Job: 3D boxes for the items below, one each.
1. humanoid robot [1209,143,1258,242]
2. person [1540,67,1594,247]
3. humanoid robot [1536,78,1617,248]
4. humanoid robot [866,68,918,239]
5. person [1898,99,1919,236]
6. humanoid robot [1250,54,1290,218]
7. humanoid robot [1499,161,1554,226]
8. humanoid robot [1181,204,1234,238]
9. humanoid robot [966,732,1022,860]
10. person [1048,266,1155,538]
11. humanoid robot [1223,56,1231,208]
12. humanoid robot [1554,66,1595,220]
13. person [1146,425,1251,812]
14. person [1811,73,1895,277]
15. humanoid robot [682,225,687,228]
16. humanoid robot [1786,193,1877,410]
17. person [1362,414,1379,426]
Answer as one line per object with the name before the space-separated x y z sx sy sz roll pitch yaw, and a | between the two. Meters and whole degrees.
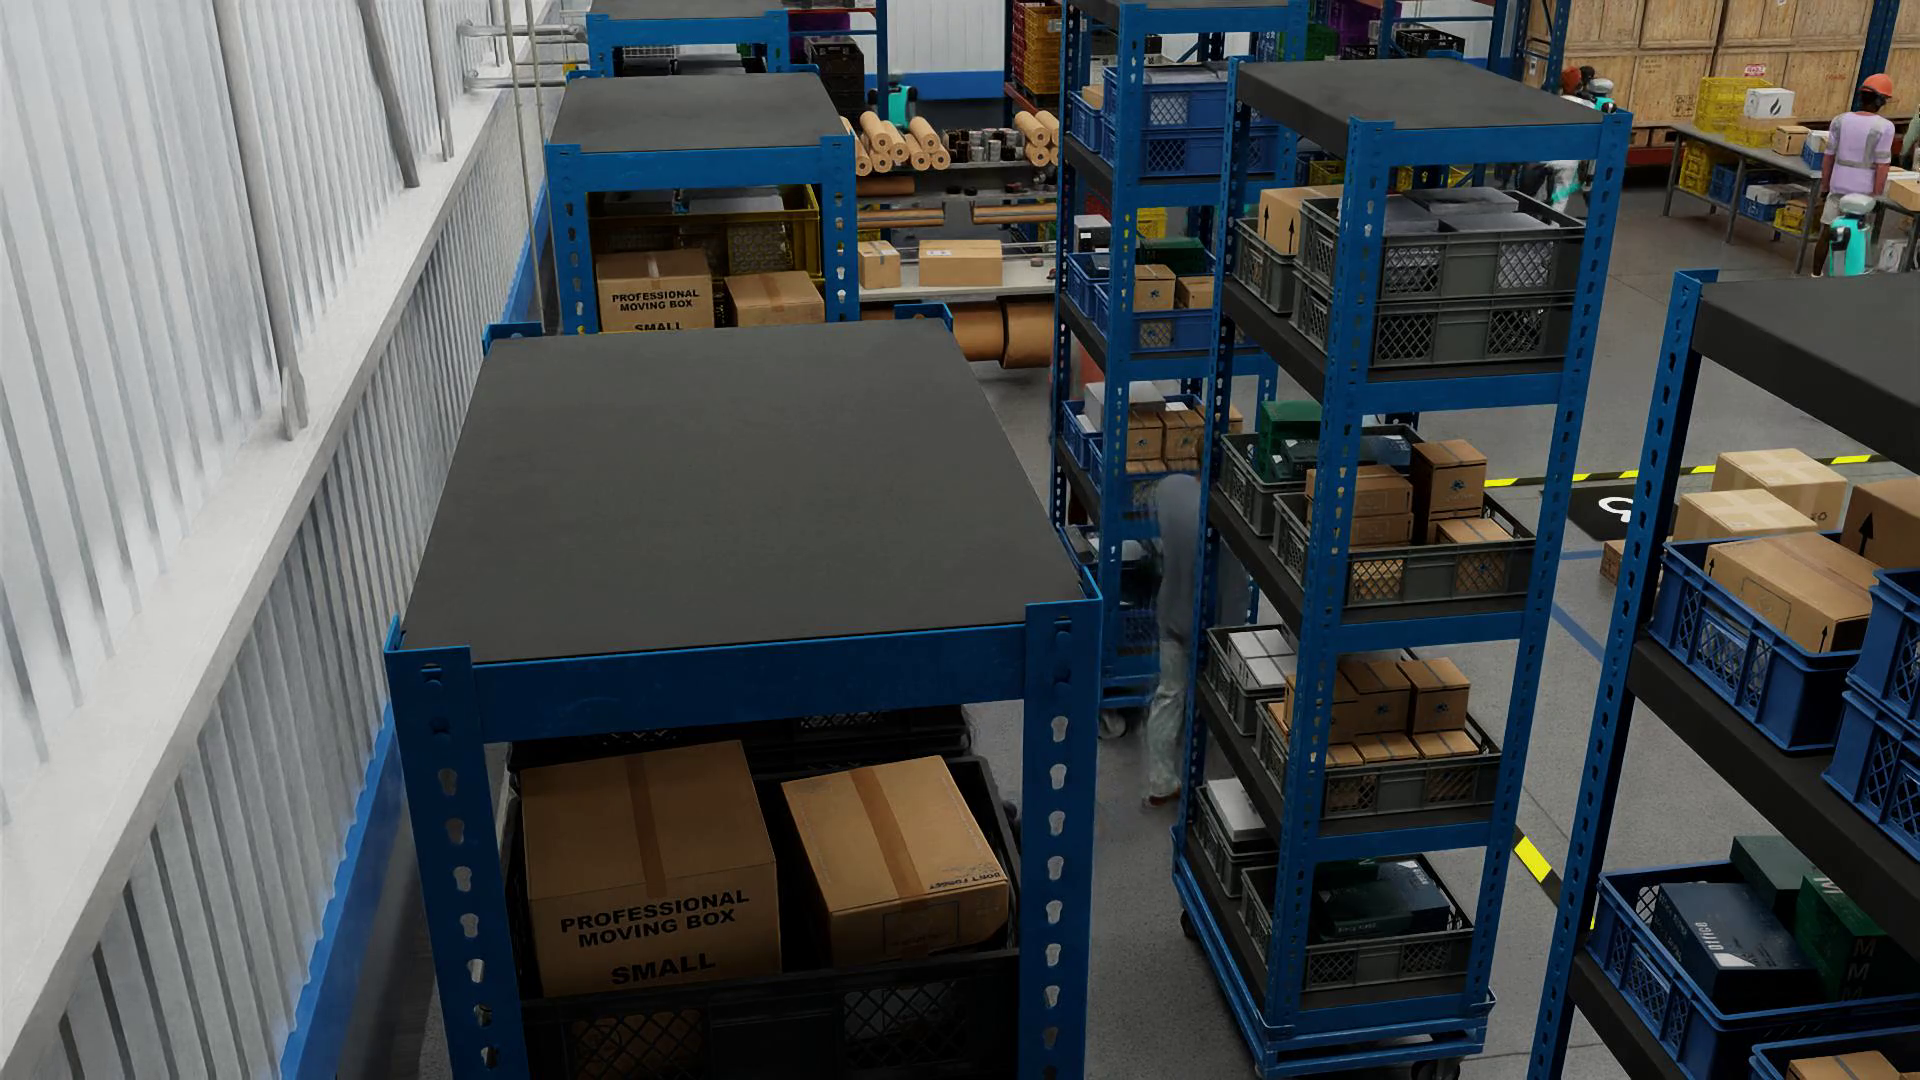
humanoid robot | 2.885 -3.726 16.625 0.545 1.733 0.972 -17 29 -32
person | 6.009 -3.785 16.626 0.572 1.855 0.813 14 28 27
humanoid robot | 5.983 -3.686 16.437 0.733 1.690 0.531 -2 25 -4
humanoid robot | -0.617 -3.883 17.034 0.538 1.758 1.034 -6 25 -14
person | 9.892 -3.909 16.839 0.619 1.907 0.959 6 25 12
humanoid robot | 3.259 -4.379 18.023 0.720 1.762 0.538 -15 29 -30
humanoid robot | 5.007 -2.838 14.828 0.771 1.630 0.607 -15 29 -30
humanoid robot | 2.342 -3.341 15.896 0.549 1.846 0.884 -11 27 -23
humanoid robot | 0.015 1.332 5.787 0.594 1.617 0.829 7 26 15
person | 0.824 -0.690 9.768 0.611 1.963 0.362 1 25 1
humanoid robot | 2.955 -4.510 18.415 0.595 1.654 0.323 21 32 38
humanoid robot | 6.659 -4.306 18.019 0.612 1.621 0.770 -19 31 -35
person | 1.215 0.338 7.610 0.847 1.908 0.633 -17 30 -33
person | 8.137 -3.203 15.147 0.383 2.039 0.604 -14 28 -28
humanoid robot | -2.712 -3.759 16.865 0.602 1.647 0.772 0 25 0
humanoid robot | 6.540 -1.585 11.974 0.898 1.753 0.539 19 31 35
person | 1.812 0.187 7.998 0.589 1.852 0.379 -2 25 -5
